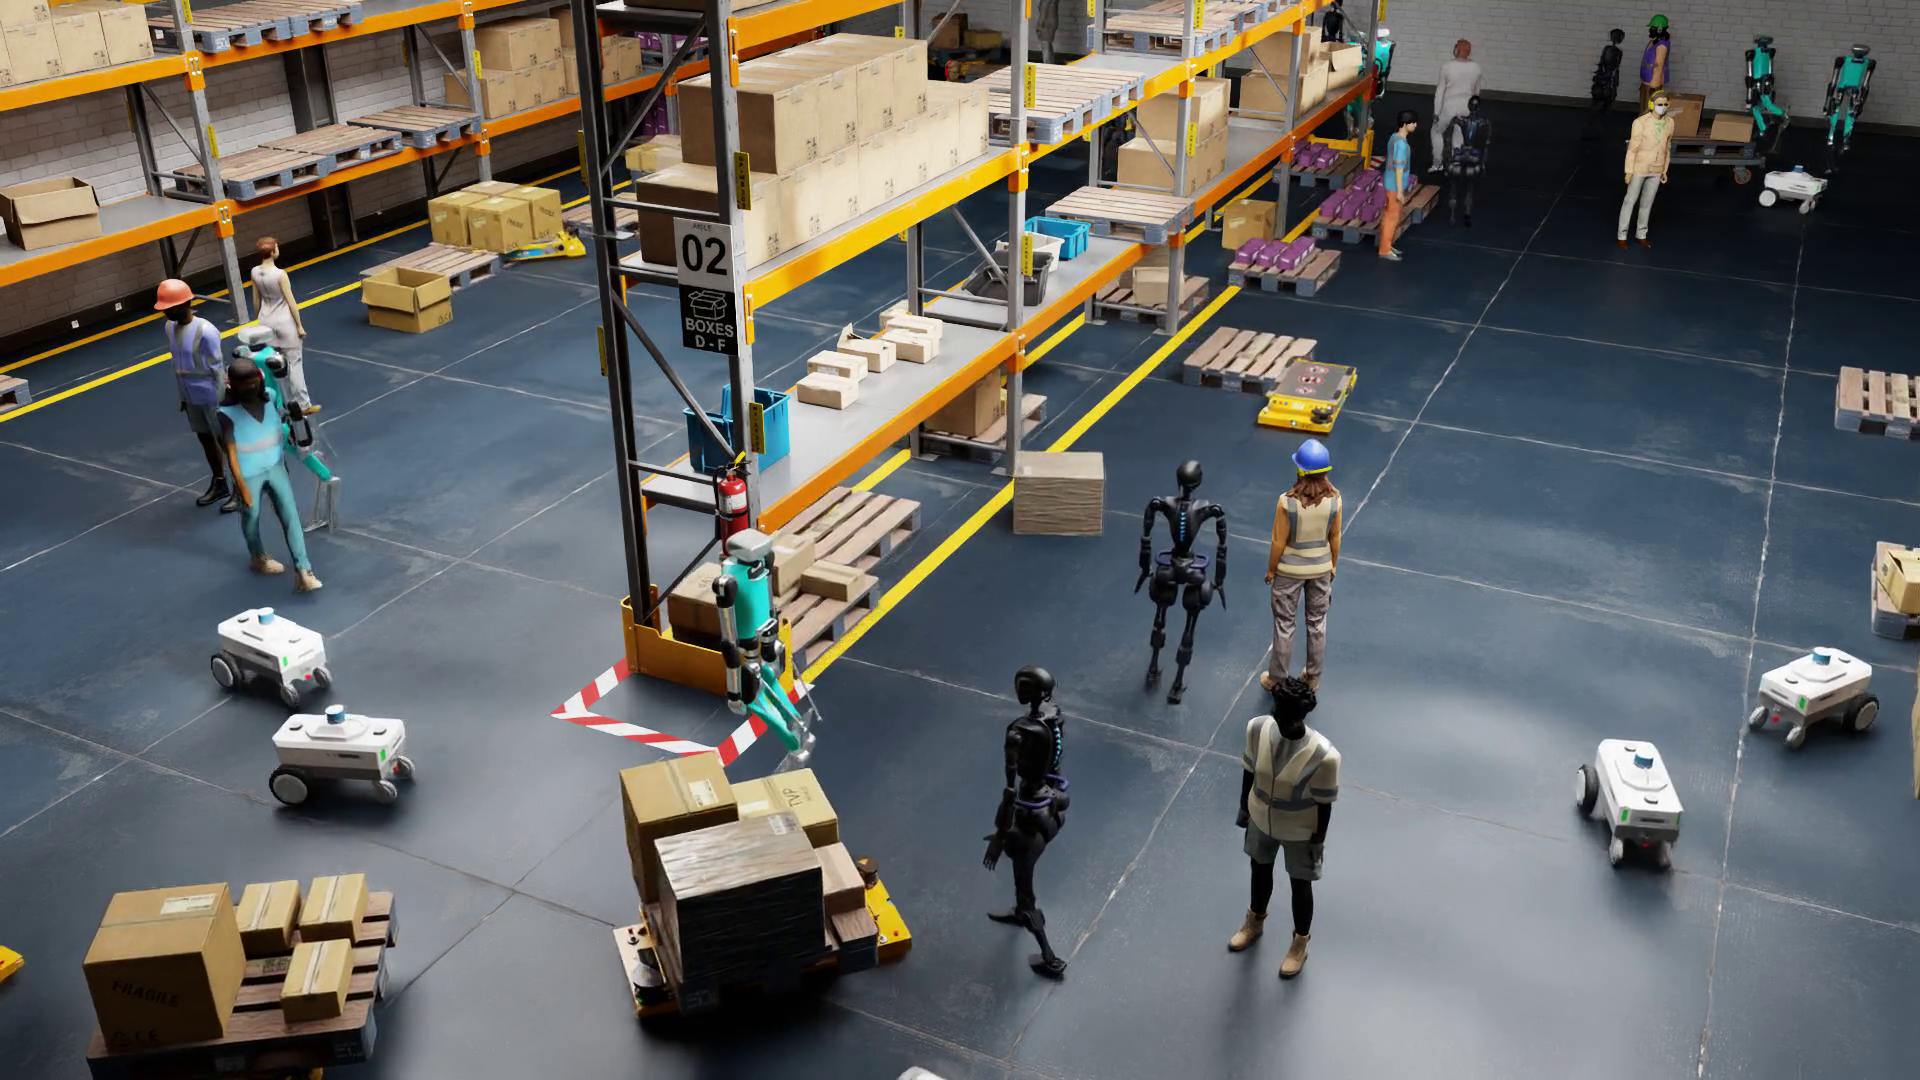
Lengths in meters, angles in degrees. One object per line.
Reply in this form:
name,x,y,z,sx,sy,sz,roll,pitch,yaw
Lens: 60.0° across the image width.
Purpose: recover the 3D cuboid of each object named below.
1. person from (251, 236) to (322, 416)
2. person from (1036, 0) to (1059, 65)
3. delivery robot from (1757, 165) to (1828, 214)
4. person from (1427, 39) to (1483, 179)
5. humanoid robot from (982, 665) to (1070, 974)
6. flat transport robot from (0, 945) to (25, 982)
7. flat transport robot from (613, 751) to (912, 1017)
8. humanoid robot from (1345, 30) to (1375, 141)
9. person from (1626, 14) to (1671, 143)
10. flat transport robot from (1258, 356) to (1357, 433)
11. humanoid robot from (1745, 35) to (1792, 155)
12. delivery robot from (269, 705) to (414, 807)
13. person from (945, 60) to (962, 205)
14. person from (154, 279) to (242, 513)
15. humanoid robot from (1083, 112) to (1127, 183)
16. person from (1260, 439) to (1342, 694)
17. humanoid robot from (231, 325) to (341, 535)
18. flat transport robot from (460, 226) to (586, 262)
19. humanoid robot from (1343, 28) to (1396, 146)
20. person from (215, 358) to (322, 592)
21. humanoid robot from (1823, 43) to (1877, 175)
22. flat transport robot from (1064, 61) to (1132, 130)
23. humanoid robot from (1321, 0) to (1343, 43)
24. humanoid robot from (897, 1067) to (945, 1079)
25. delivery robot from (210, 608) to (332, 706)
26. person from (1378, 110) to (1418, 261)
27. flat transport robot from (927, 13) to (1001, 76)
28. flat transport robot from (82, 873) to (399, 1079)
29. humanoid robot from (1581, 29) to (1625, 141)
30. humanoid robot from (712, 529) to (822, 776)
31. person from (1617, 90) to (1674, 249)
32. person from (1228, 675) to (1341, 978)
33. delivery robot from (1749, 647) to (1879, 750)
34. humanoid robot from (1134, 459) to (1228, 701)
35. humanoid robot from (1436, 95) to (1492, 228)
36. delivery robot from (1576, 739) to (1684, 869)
person,-6.178,-1.938,15.121,0.460,1.659,0.270,8,28,16
person,1.557,-9.115,29.441,0.368,1.825,0.544,10,28,19
delivery robot,10.864,-4.587,21.742,0.784,0.613,0.519,22,34,37
person,6.808,-5.961,22.998,0.670,1.885,0.616,-4,27,-8
humanoid robot,0.353,1.401,8.399,0.593,1.642,0.627,16,31,29
flat transport robot,-5.425,2.324,8.084,0.659,0.231,1.431,13,29,25
flat transport robot,-1.030,2.042,8.654,1.431,0.231,0.659,-10,28,-19
humanoid robot,5.898,-6.493,24.256,0.875,1.776,0.553,22,34,37
person,10.245,-6.788,24.633,0.427,1.924,0.530,1,26,3
flat transport robot,3.266,-1.368,15.542,0.659,0.231,1.431,10,28,19
humanoid robot,11.675,-6.309,23.910,0.546,1.722,1.005,-13,29,-25
delivery robot,-3.703,1.268,9.916,0.812,0.614,0.499,2,26,5
person,-0.141,-5.366,21.846,0.397,1.840,0.563,9,28,17
person,-6.048,-1.148,13.231,0.543,1.929,0.387,13,29,24
humanoid robot,2.074,-5.626,22.635,0.833,1.602,0.585,-23,34,-38
person,2.200,0.188,10.694,0.471,1.781,0.302,-4,27,-8
humanoid robot,-5.095,-0.828,12.895,0.539,1.859,0.726,16,30,29
flat transport robot,-5.247,-3.488,19.824,1.431,0.231,0.659,-11,28,-21
humanoid robot,6.005,-6.722,24.666,0.530,1.744,0.699,-13,29,-25
person,-5.037,-0.481,12.028,0.969,1.805,0.521,20,33,34
humanoid robot,12.353,-5.961,23.178,0.574,1.798,0.824,5,27,10
flat transport robot,1.945,-6.586,26.082,1.431,0.231,0.659,0,26,-1
humanoid robot,6.154,-8.238,27.839,0.446,1.647,0.611,-11,28,-20
humanoid robot,0.010,2.627,5.848,0.767,1.807,0.565,9,28,17
delivery robot,-4.535,0.728,10.978,0.777,0.587,0.499,15,30,28
person,5.129,-4.157,19.500,0.339,1.759,0.499,3,27,7
flat transport robot,0.022,-8.703,30.357,0.659,0.231,1.431,-12,29,-23
flat transport robot,-3.408,2.285,8.162,0.659,0.231,1.431,-4,27,-9
humanoid robot,9.673,-6.839,25.006,0.371,1.647,0.600,-4,27,-9
humanoid robot,-1.011,0.805,9.487,0.668,1.789,0.543,11,28,21
person,8.222,-4.448,19.954,0.564,1.876,0.407,-5,27,-9
person,1.620,1.412,8.326,0.535,1.692,0.319,21,33,36
delivery robot,5.399,0.954,10.517,0.784,0.585,0.499,-14,30,-26
humanoid robot,1.430,0.231,10.720,0.607,1.648,0.485,6,27,12
humanoid robot,6.255,-4.686,20.661,0.599,1.648,0.455,4,27,8
delivery robot,3.861,1.464,9.516,0.499,0.609,0.807,4,27,7
